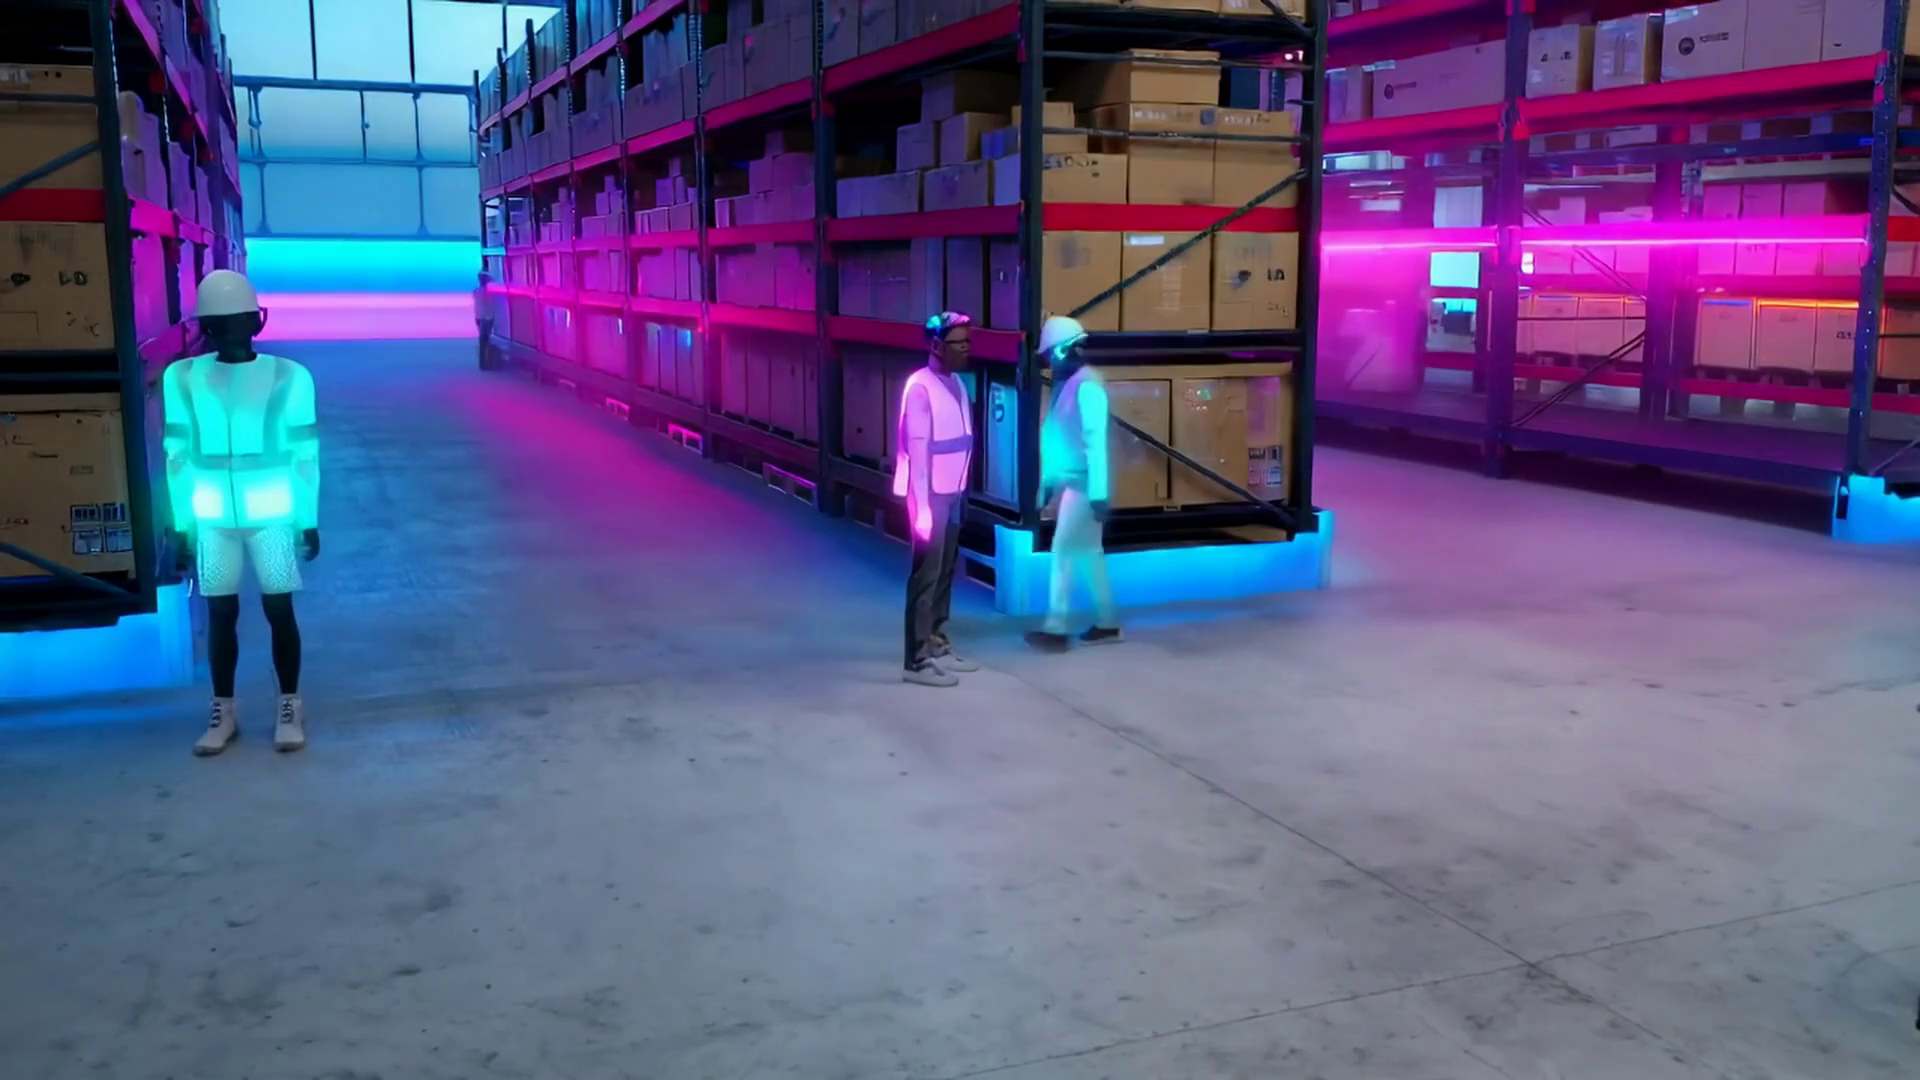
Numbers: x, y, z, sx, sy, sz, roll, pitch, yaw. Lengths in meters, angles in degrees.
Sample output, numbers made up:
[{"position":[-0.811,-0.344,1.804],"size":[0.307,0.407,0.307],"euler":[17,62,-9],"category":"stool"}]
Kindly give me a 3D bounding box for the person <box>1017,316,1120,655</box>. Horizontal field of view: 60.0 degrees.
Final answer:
[{"position":[0.560,-0.294,8.924],"size":[0.730,1.785,0.615],"euler":[-1,10,-7],"category":"person"}]

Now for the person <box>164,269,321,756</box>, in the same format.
[{"position":[-3.008,-0.106,6.997],"size":[0.608,2.045,0.392],"euler":[-1,10,-8],"category":"person"}]

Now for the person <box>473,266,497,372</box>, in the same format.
[{"position":[-9.058,-4.201,31.669],"size":[0.376,1.997,0.612],"euler":[-3,10,-18],"category":"person"}]

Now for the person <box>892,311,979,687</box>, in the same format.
[{"position":[-0.129,-0.206,8.221],"size":[0.381,1.836,0.564],"euler":[3,10,19],"category":"person"}]
